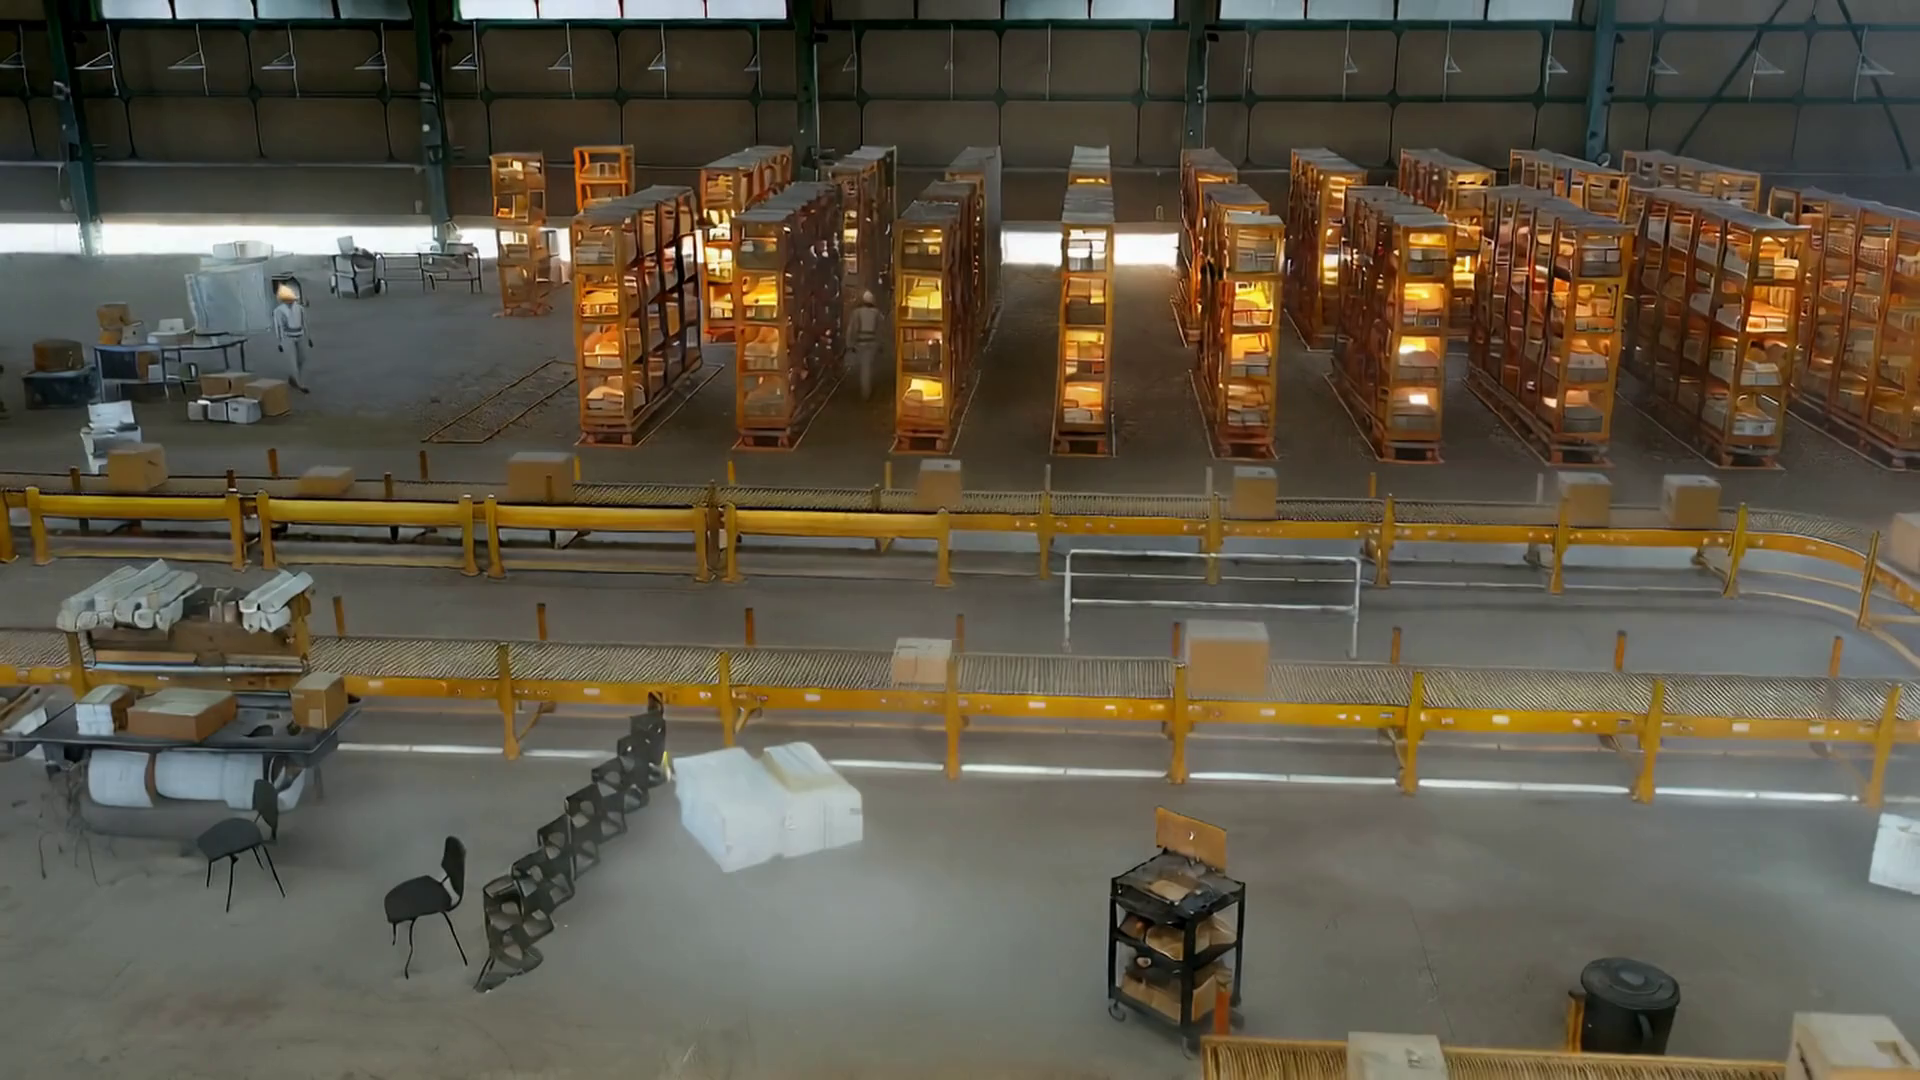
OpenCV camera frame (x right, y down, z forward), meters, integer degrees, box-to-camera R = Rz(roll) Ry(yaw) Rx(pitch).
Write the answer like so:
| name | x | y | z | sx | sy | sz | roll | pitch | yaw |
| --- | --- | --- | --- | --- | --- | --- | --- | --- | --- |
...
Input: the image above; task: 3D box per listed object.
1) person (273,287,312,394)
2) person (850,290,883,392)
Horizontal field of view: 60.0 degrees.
| name | x | y | z | sx | sy | sz | roll | pitch | yaw |
| --- | --- | --- | --- | --- | --- | --- | --- | --- | --- |
| person | -12.063 | -3.640 | 29.995 | 0.908 | 1.910 | 0.592 | 16 | 24 | 41 |
| person | -1.693 | -3.633 | 30.146 | 0.596 | 1.791 | 0.850 | 0 | 17 | -1 |
